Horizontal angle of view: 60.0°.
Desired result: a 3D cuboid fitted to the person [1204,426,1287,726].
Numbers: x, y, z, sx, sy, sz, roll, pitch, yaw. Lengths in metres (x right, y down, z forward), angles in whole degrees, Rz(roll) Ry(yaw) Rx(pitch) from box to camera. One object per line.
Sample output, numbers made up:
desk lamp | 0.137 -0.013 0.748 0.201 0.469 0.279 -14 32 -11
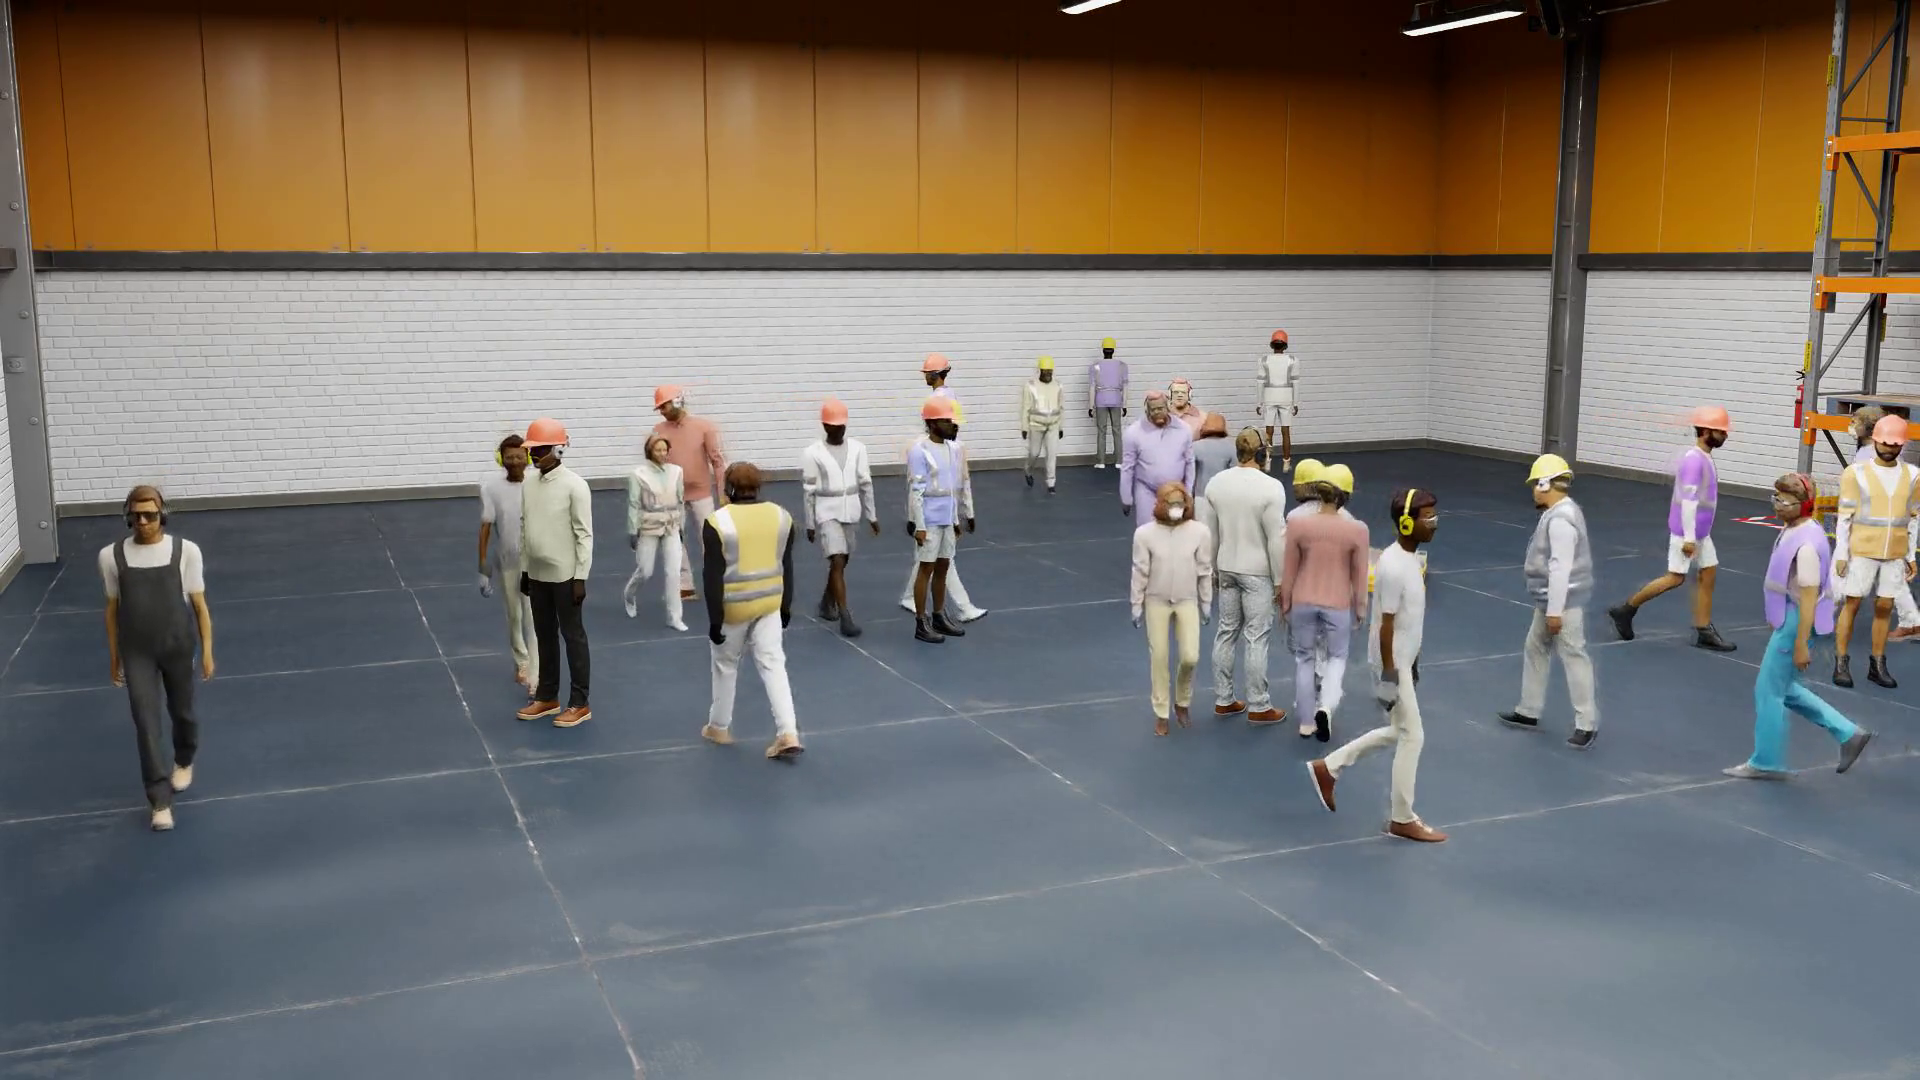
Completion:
person | 1.860 0.228 10.767 0.370 1.941 0.627 -8 12 -41

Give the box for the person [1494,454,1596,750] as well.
person | 3.710 0.369 10.389 0.612 1.789 0.642 3 10 17

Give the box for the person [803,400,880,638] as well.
person | -1.006 -0.208 13.583 0.587 1.896 0.975 -5 11 -27

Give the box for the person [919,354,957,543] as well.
person | -0.240 -0.937 17.514 0.393 2.041 0.613 3 10 16

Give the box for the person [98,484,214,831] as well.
person | -4.334 0.583 9.004 0.522 1.816 0.892 -4 10 -23

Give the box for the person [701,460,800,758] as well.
person | -1.257 0.418 10.092 0.638 1.807 0.942 -6 11 -34

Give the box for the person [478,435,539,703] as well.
person | -3.058 0.170 11.486 0.528 1.818 0.996 -3 10 -16

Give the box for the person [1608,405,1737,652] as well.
person | 5.585 -0.104 12.900 0.873 1.906 0.563 7 12 36

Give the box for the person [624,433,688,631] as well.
person | -2.510 -0.080 13.625 0.524 1.618 0.703 -8 12 -39

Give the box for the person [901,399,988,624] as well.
person | -0.137 -0.250 13.887 1.028 1.865 0.597 8 12 39

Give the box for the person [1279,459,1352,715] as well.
person | 2.345 0.336 10.784 0.494 1.714 0.550 -4 10 -22

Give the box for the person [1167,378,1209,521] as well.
person | 2.054 -0.580 15.753 0.641 1.913 0.408 2 10 11

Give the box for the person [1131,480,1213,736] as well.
person | 1.333 0.430 10.494 0.519 1.624 0.327 1 9 4

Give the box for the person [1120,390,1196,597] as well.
person | 1.751 -0.396 14.747 0.676 1.875 0.524 -1 9 -8

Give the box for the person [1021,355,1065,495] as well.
person | 1.070 -1.520 21.755 0.604 1.815 0.755 -2 10 -13

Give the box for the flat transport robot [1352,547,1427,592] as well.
flat transport robot | 4.012 0.272 15.541 0.652 0.197 1.431 3 10 17

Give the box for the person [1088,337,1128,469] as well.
person | 2.154 -1.989 24.235 0.589 1.928 0.384 -1 9 -4

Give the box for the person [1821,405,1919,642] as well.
person | 7.138 -0.123 13.072 1.035 1.888 0.653 4 10 23

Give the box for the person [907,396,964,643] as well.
person | -0.169 -0.163 13.148 0.367 1.939 0.551 7 11 35

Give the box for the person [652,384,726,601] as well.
person | -2.307 -0.394 14.571 0.815 1.948 0.361 1 9 4

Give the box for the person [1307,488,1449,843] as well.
person | 2.190 0.633 8.596 0.673 1.845 0.536 4 10 21

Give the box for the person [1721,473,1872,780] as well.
person | 4.794 0.513 9.441 0.678 1.809 0.581 4 10 24

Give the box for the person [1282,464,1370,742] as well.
person | 2.244 0.404 10.277 0.532 1.745 0.530 3 10 19

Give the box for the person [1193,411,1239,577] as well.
person | 2.363 -0.394 15.586 0.509 1.612 0.691 1 9 3

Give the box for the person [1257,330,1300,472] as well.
person | 4.555 -1.984 23.854 0.605 2.045 0.377 2 10 11

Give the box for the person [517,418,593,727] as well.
person | -2.628 0.204 10.747 0.612 1.995 0.382 6 11 33

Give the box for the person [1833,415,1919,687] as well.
person | 6.439 0.083 11.656 0.550 1.933 0.374 1 9 6
